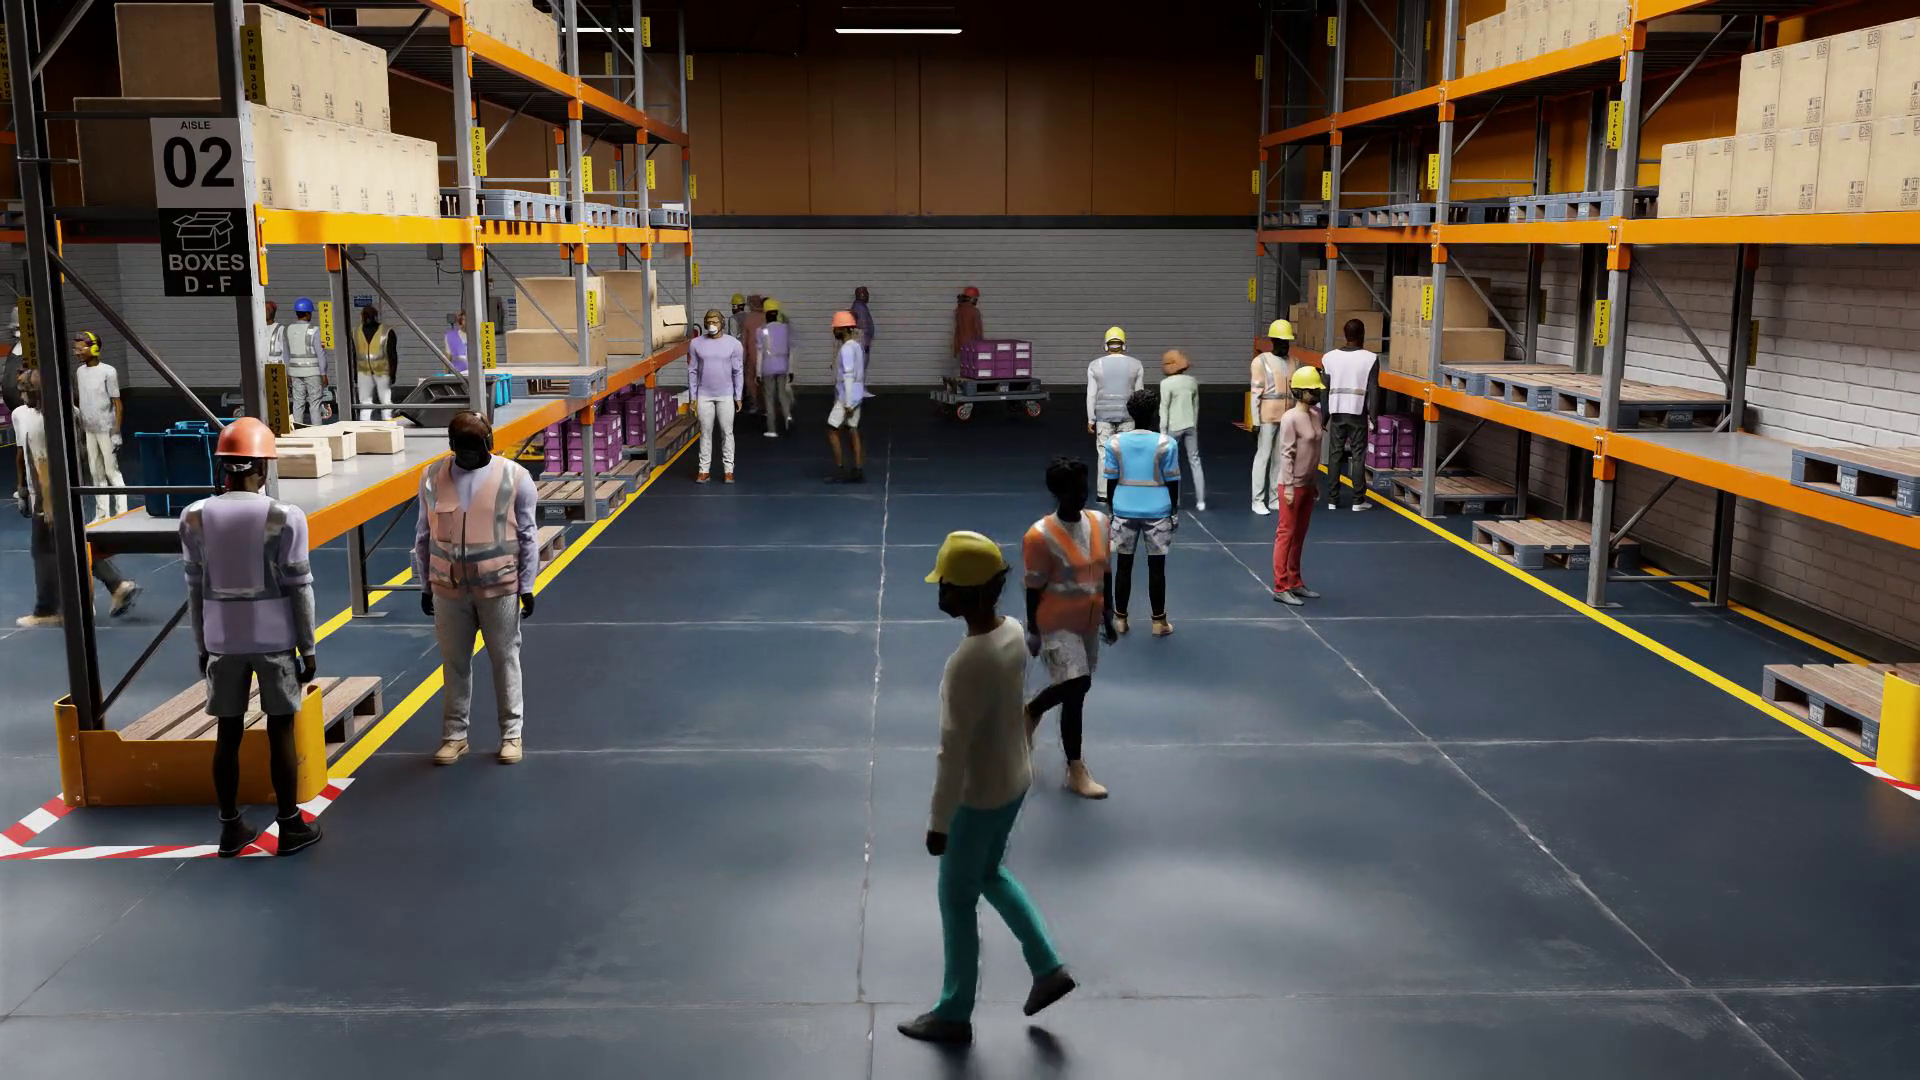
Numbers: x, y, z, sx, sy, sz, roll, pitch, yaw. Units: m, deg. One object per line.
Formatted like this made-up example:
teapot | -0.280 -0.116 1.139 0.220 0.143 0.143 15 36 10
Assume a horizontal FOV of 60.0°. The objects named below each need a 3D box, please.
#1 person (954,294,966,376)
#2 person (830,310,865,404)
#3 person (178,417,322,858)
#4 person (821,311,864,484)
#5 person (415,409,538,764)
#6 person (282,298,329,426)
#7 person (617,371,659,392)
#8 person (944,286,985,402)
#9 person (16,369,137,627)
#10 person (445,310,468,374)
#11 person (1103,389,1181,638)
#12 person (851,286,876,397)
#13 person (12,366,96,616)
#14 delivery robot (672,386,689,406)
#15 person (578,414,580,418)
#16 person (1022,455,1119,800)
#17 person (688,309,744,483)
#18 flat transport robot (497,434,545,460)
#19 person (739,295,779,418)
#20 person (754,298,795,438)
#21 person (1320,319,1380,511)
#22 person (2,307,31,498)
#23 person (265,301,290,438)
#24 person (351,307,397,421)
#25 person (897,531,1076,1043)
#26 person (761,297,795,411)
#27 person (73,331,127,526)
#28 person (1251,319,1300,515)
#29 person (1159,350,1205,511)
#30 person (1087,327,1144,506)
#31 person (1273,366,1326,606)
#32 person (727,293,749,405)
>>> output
person | 0.128 -3.296 28.398 0.551 1.806 1.036 -9 14 -42
person | -1.766 -2.774 25.980 0.565 1.610 0.375 0 10 -1
person | -3.079 0.429 7.273 0.541 1.929 0.380 -1 10 -4
person | -1.340 -1.573 18.455 0.589 1.920 0.559 2 10 11
person | -2.484 0.246 8.552 0.622 1.839 0.429 0 10 -1
person | -8.546 -2.184 21.770 0.614 1.946 0.390 3 11 15
person | -4.971 -2.884 25.679 0.987 1.950 0.641 -10 14 -44
person | 0.074 -3.230 27.568 0.848 1.963 0.608 -6 12 -29
person | -6.234 -0.291 11.591 0.708 1.826 0.510 0 10 -1
person | -6.330 -2.056 21.460 0.587 1.799 0.909 -3 11 -17
person | 1.238 -0.179 11.300 0.534 1.698 0.318 4 11 19
person | -1.682 -3.431 28.825 0.407 1.913 0.641 -3 11 -17
person | -6.410 -0.335 11.728 0.499 1.860 0.312 0 10 1
delivery robot | -3.989 -2.035 24.563 0.707 0.478 0.477 -1 10 -8
person | -5.588 -2.686 24.608 0.371 1.935 0.627 8 13 36
person | 0.484 0.389 8.220 0.526 1.666 0.736 -9 14 -42
person | -2.714 -1.592 18.500 0.627 1.941 0.370 0 10 1
flat transport robot | -5.377 -1.178 20.841 0.652 0.197 1.431 -1 10 -3
person | -3.099 -2.815 25.489 0.695 1.869 0.768 -5 11 -25
person | -2.527 -2.337 22.709 0.603 1.916 0.512 -7 12 -33
person | 3.891 -1.246 16.635 0.590 1.916 0.386 6 12 30
person | -9.641 -1.424 17.279 0.675 2.000 0.536 5 11 25
person | -9.326 -2.289 22.534 0.574 1.884 0.356 5 11 27
person | -8.013 -2.276 22.701 0.657 1.791 0.942 -1 10 -3
person | 0.069 0.830 5.506 0.518 1.755 0.570 5 11 24
person | -2.932 -2.906 26.189 0.661 1.812 0.693 -7 12 -34
person | -7.953 -0.991 15.366 0.533 1.861 0.311 5 11 24
person | 3.123 -1.208 16.396 0.594 1.924 0.381 -6 12 -32
person | 2.206 -1.095 16.675 0.529 1.599 0.588 -7 12 -34
person | 1.581 -1.251 16.926 0.586 1.823 0.403 0 10 1
person | 2.539 -0.407 12.378 0.319 1.769 0.523 7 13 35
person | -3.629 -3.131 27.369 0.404 1.833 0.590 5 11 25
